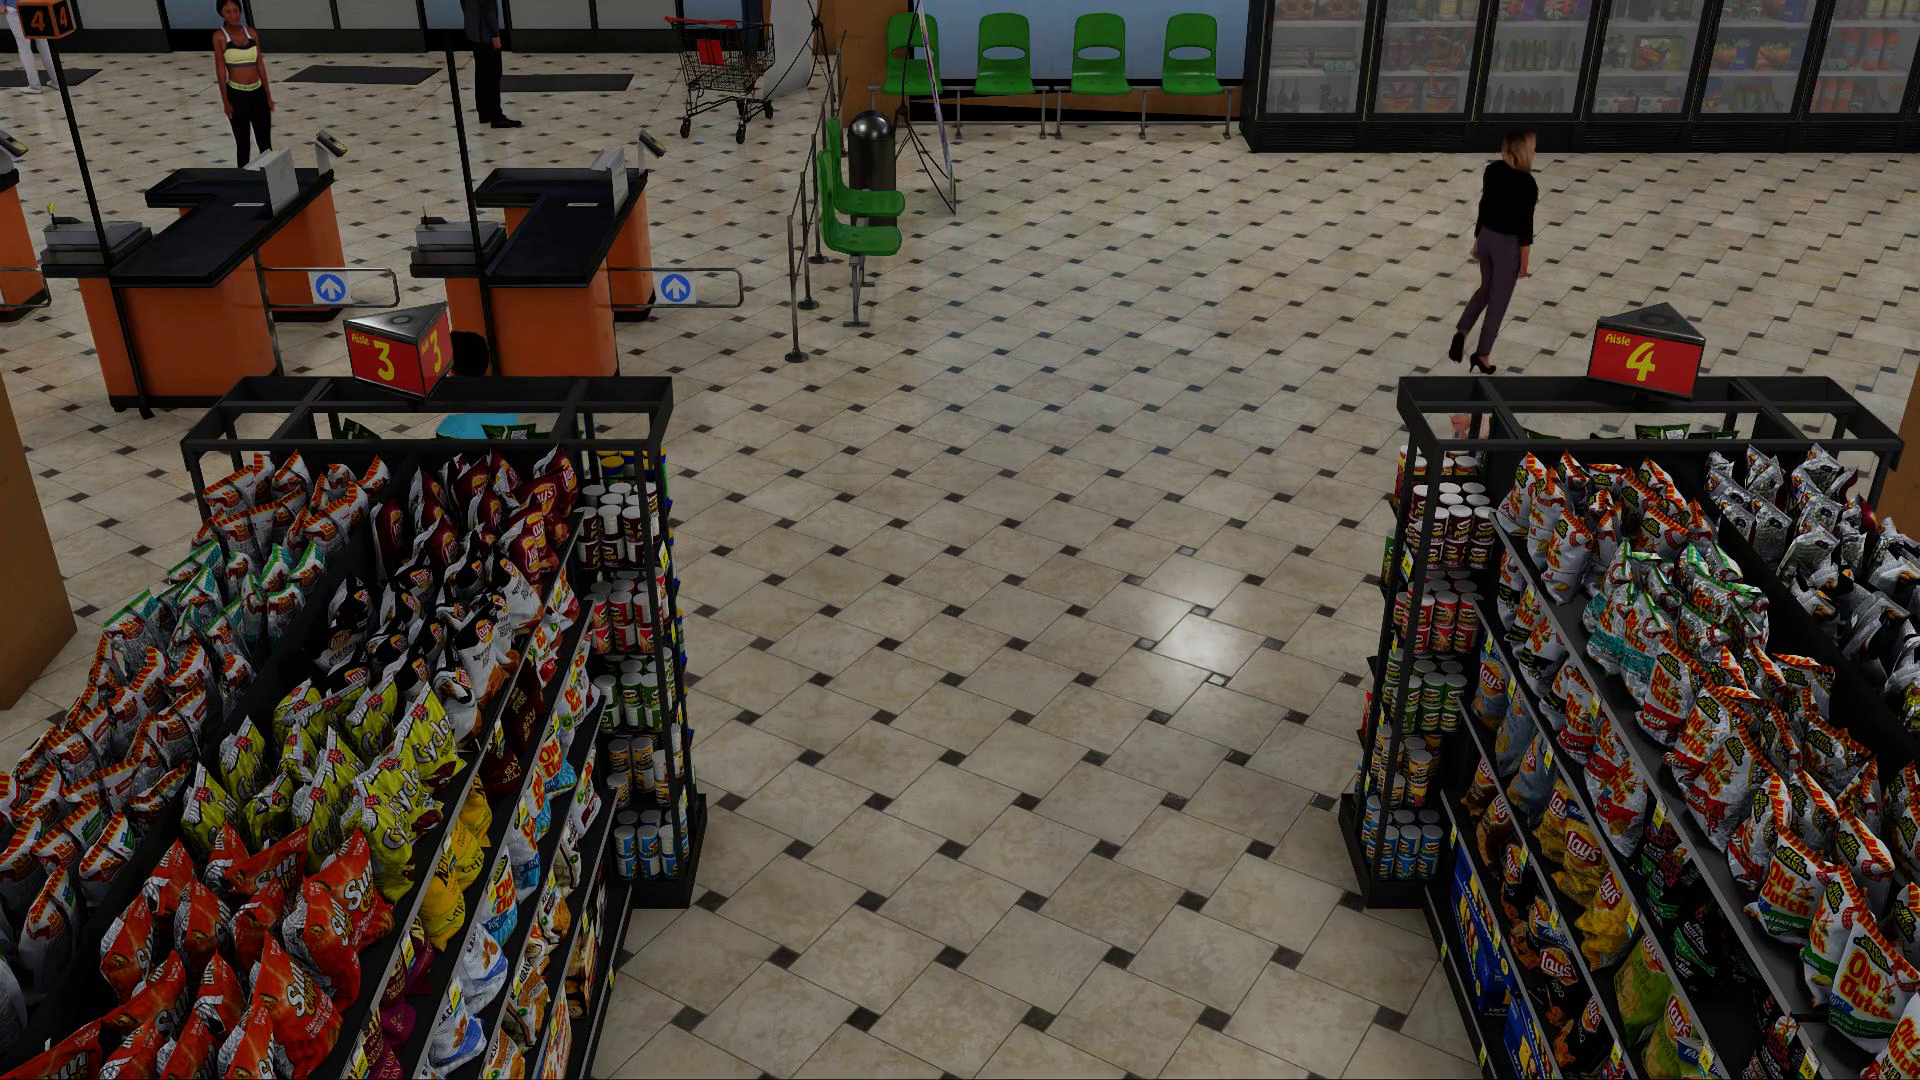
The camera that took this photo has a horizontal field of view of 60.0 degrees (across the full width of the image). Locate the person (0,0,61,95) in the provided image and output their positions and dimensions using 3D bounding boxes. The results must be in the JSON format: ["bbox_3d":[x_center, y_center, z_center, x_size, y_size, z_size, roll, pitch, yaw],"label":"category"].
[{"bbox_3d":[-9.845,-5.658,17.440,0.803,1.888,0.688,16,32,27],"label":"person"}]

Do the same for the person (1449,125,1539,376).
[{"bbox_3d":[3.379,-1.812,10.630,0.796,1.664,0.728,-12,31,-21],"label":"person"}]

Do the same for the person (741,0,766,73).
[{"bbox_3d":[-2.327,-6.105,18.360,0.729,1.792,0.617,-15,32,-25],"label":"person"}]

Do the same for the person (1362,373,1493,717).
[{"bbox_3d":[2.229,0.079,7.138,0.717,1.691,1.001,-3,29,-6],"label":"person"}]

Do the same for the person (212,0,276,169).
[{"bbox_3d":[-5.997,-3.694,13.985,0.638,1.753,0.691,-24,37,-37],"label":"person"}]

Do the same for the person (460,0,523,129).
[{"bbox_3d":[-4.657,-4.995,16.277,0.866,1.839,0.771,-21,35,-33],"label":"person"}]

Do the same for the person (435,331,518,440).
[{"bbox_3d":[-1.966,-0.039,7.314,1.071,1.731,1.207,14,32,24],"label":"person"}]
